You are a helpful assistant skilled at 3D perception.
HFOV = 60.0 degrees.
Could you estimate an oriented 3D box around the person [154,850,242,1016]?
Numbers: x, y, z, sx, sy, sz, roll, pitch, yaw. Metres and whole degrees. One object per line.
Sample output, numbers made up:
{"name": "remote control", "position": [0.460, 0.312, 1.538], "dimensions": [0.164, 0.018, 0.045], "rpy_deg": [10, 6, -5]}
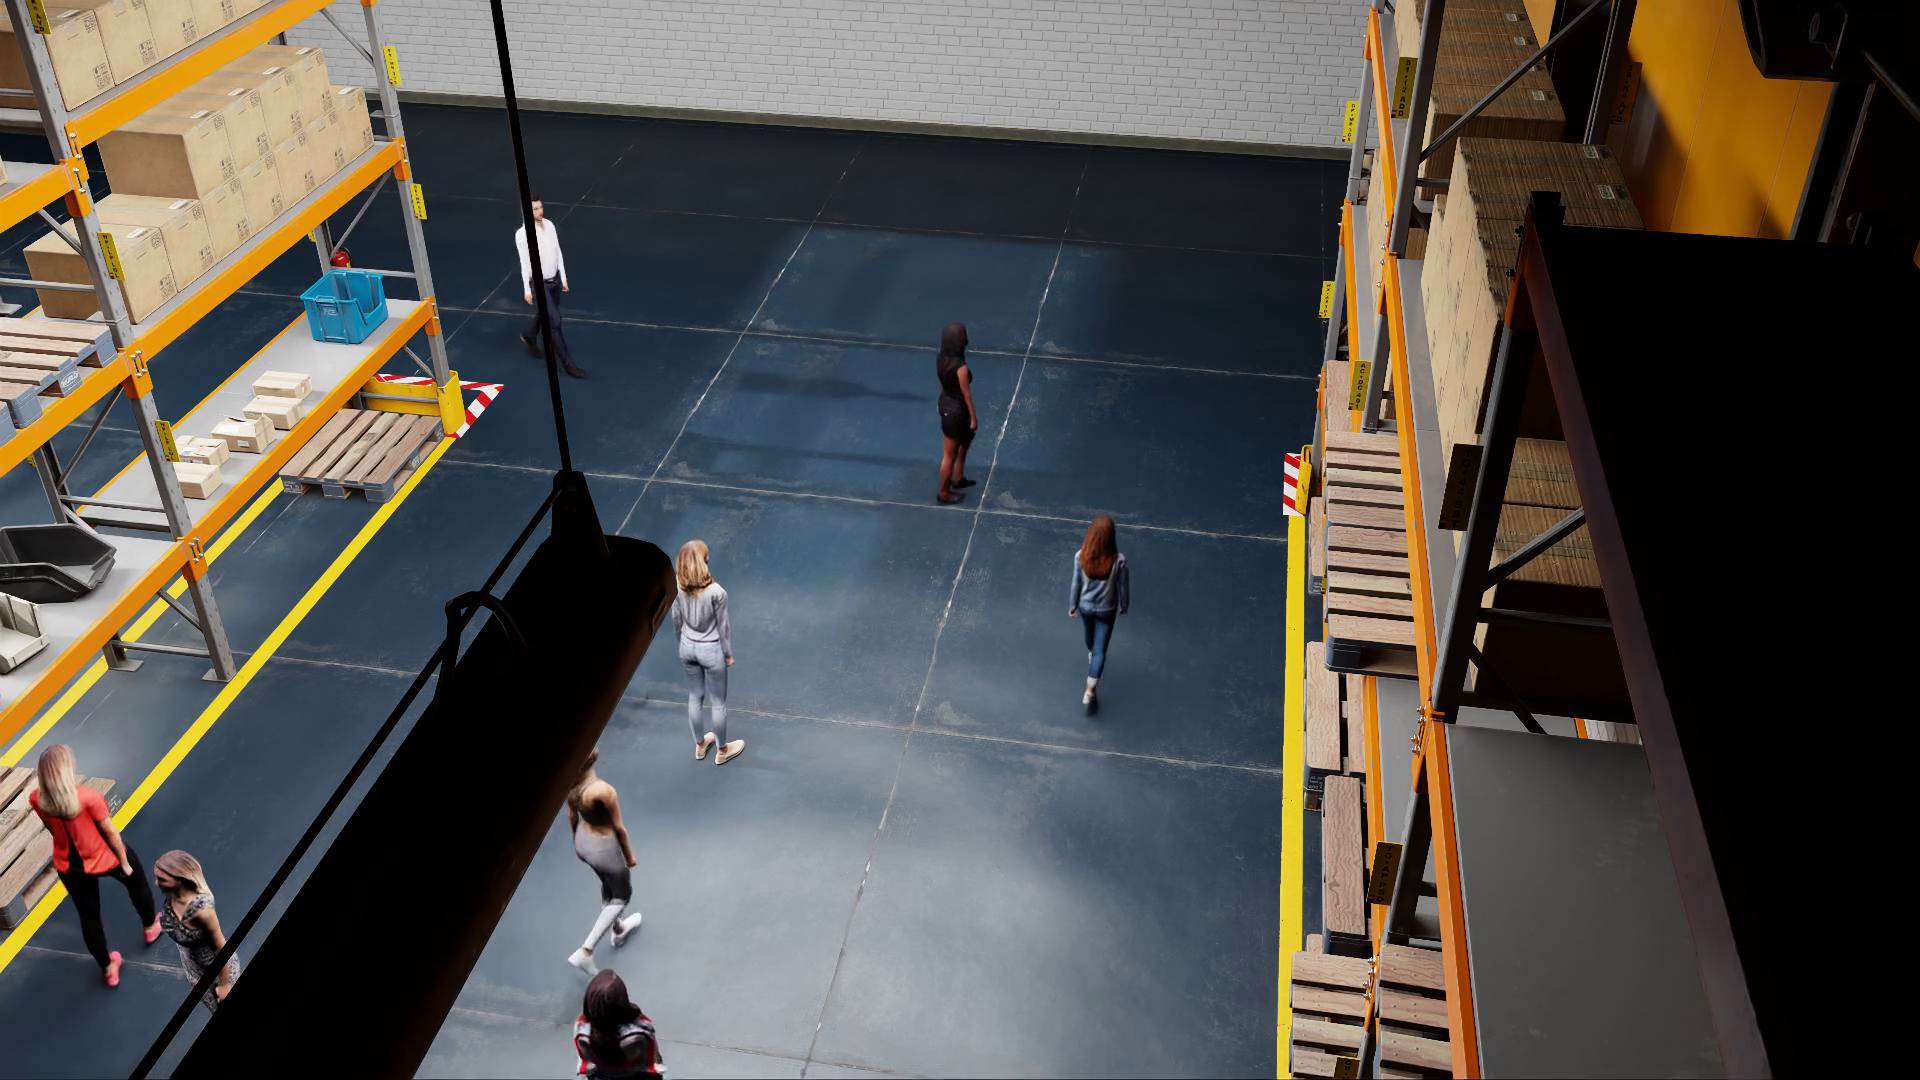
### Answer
{"name": "person", "position": [-4.097, 2.333, 9.128], "dimensions": [0.639, 1.705, 0.646], "rpy_deg": [24, 41, 32]}

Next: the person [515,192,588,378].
{"name": "person", "position": [-4.147, -2.554, 16.351], "dimensions": [1.048, 1.849, 1.224], "rpy_deg": [21, 39, 29]}

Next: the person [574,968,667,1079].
{"name": "person", "position": [-1.717, 2.840, 8.457], "dimensions": [0.685, 1.604, 0.820], "rpy_deg": [-1, 34, -1]}

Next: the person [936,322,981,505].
{"name": "person", "position": [-0.130, -1.048, 14.196], "dimensions": [0.817, 1.726, 0.746], "rpy_deg": [-13, 36, -19]}

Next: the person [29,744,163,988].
{"name": "person", "position": [-5.107, 1.952, 9.729], "dimensions": [0.713, 1.675, 0.877], "rpy_deg": [-3, 34, -5]}

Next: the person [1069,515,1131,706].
{"name": "person", "position": [0.995, 0.530, 12.073], "dimensions": [0.639, 1.448, 1.013], "rpy_deg": [8, 35, 12]}

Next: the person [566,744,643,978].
{"name": "person", "position": [-2.165, 1.881, 9.822], "dimensions": [0.785, 1.690, 0.986], "rpy_deg": [19, 38, 26]}

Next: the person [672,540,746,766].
{"name": "person", "position": [-1.756, 0.765, 11.406], "dimensions": [0.637, 1.796, 0.586], "rpy_deg": [14, 36, 20]}
